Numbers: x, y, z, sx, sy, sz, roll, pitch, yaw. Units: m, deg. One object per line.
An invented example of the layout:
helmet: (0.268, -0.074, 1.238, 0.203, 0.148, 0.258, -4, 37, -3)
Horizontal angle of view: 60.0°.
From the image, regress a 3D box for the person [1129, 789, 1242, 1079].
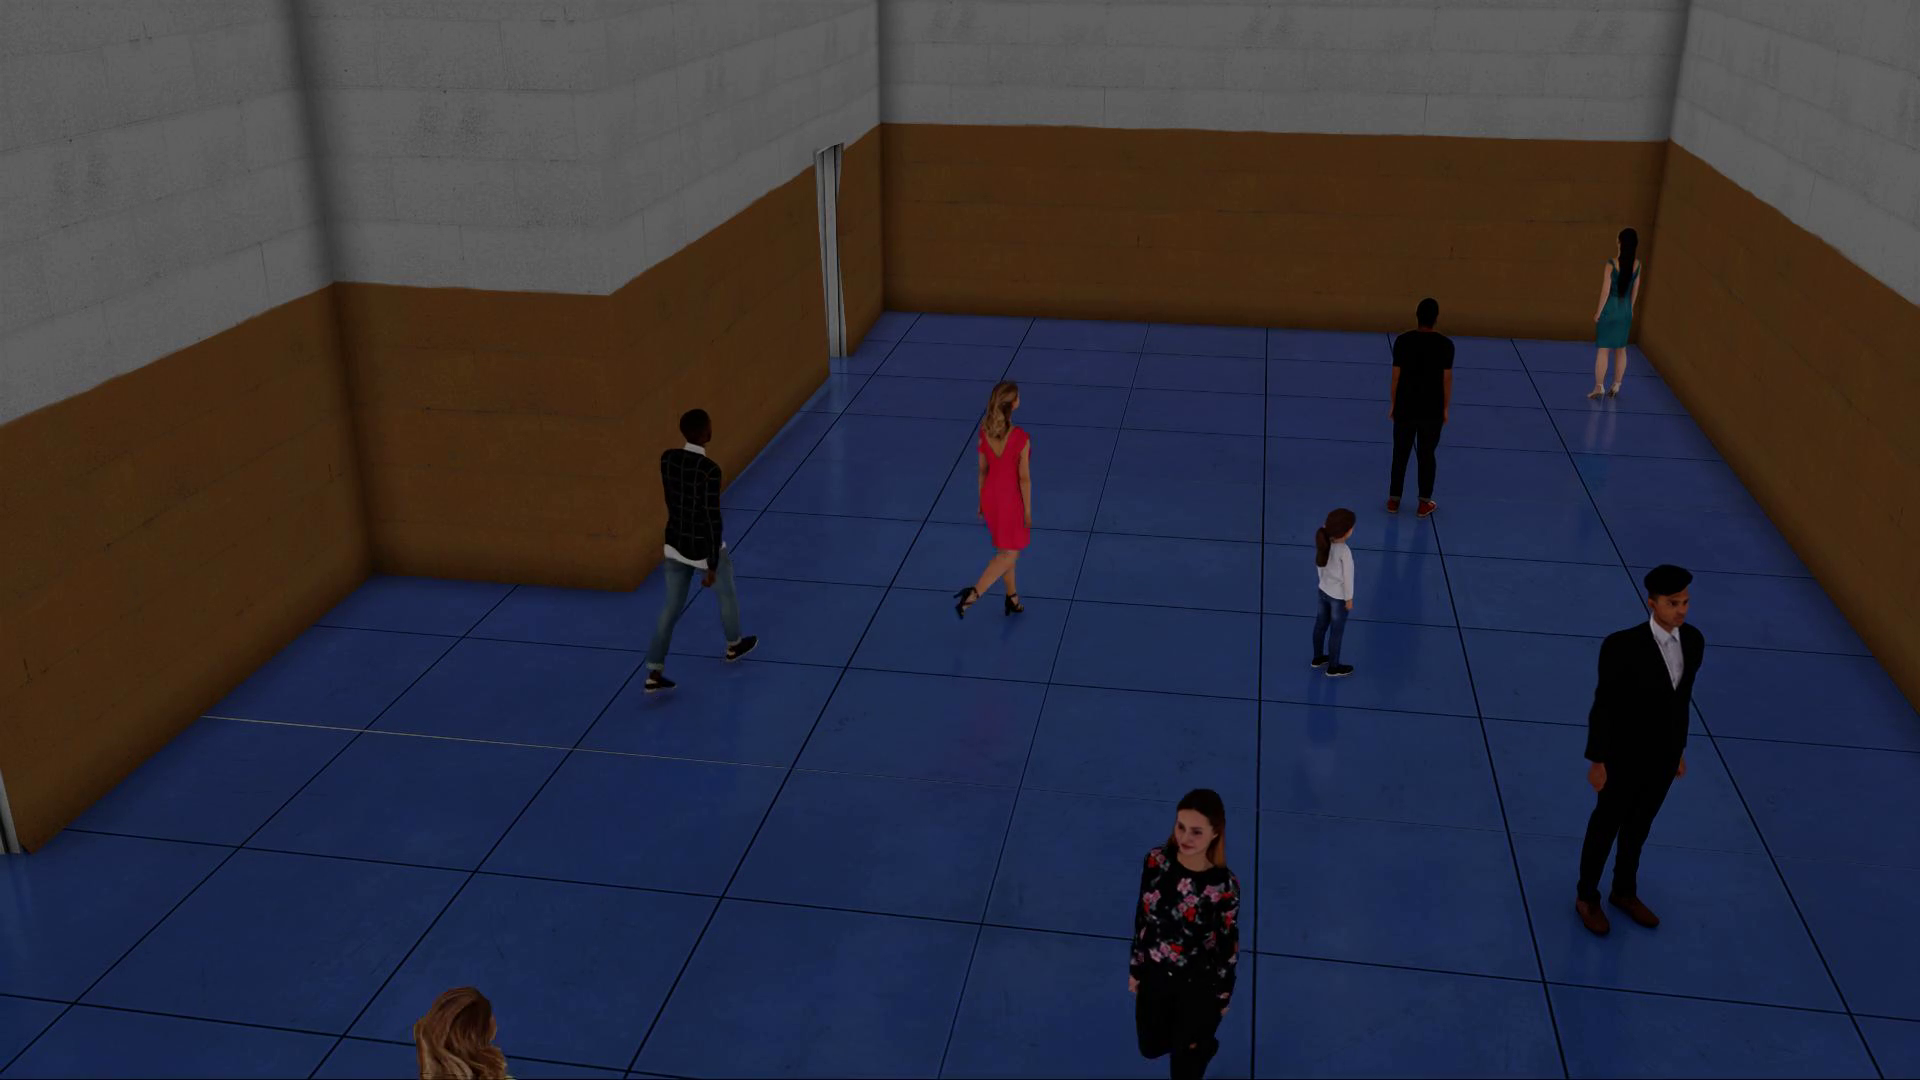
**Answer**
person: (0.900, 1.677, 6.492, 0.912, 1.669, 0.881, 16, 27, 34)

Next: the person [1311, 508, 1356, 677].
person: (2.390, 0.316, 10.626, 0.590, 1.113, 0.535, -11, 24, -25)

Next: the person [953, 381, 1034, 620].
person: (0.234, -0.206, 11.132, 0.971, 1.704, 0.939, 19, 29, 39)

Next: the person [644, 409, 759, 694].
person: (-1.715, 0.111, 10.251, 1.261, 1.773, 0.958, 11, 24, 25)

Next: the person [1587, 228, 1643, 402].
person: (6.332, -2.178, 16.062, 0.541, 1.686, 0.666, -5, 22, -11)

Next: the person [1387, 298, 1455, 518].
person: (3.632, -1.049, 13.158, 0.589, 1.758, 0.737, 9, 23, 21)

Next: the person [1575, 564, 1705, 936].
person: (3.241, 0.981, 7.936, 0.670, 1.884, 0.831, -6, 23, -15)

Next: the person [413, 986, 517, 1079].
person: (-1.562, 2.213, 5.131, 0.752, 1.674, 0.858, 8, 23, 19)
